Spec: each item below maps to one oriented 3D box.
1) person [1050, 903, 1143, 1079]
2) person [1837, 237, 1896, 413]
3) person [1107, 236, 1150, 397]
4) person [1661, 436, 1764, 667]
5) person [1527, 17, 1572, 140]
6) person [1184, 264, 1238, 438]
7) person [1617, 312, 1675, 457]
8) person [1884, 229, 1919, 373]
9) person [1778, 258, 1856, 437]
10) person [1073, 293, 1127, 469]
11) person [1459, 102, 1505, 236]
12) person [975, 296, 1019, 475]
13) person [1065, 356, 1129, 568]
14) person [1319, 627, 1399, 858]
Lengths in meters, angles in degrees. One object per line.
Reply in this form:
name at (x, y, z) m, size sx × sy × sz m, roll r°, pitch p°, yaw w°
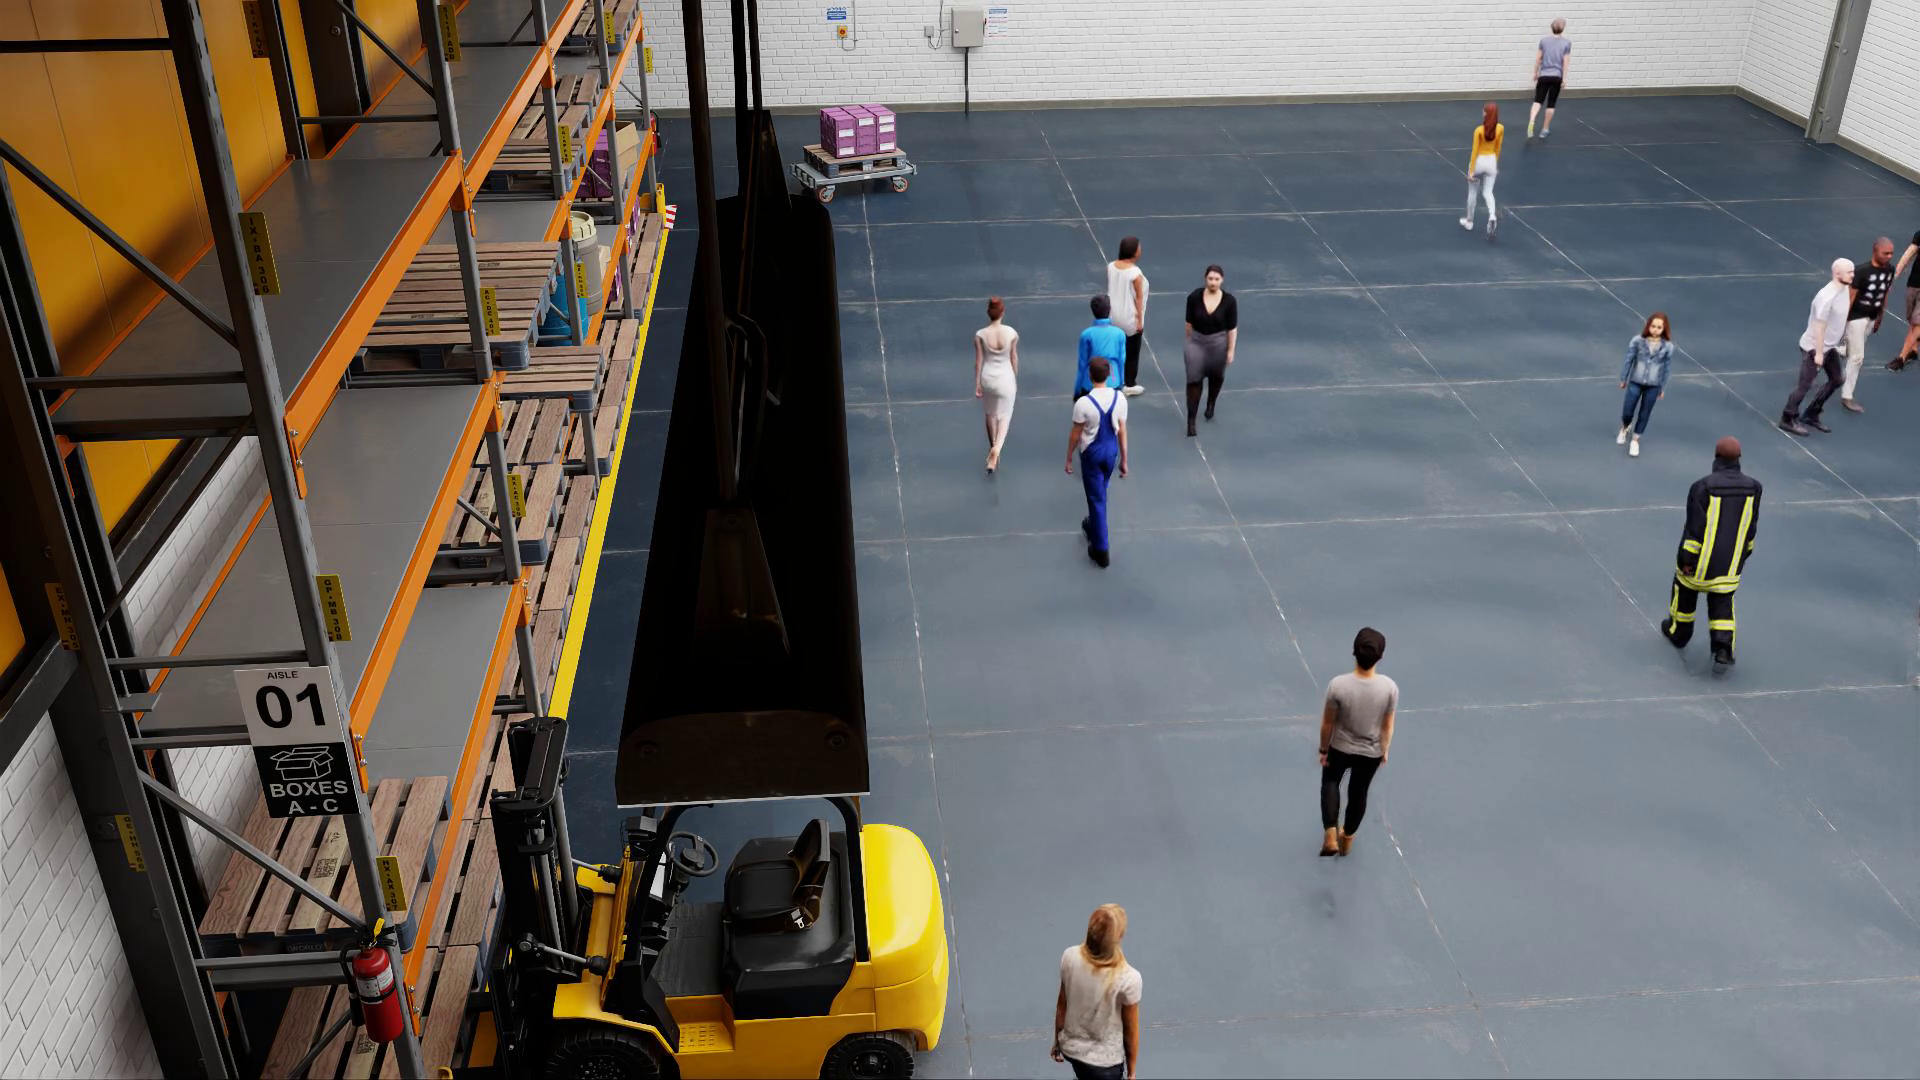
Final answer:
person at (0.598, 2.599, 8.155) m, size 1.058 × 1.774 × 1.180 m, roll 17°, pitch 33°, yaw 29°
person at (9.155, -2.264, 17.070) m, size 0.857 × 1.773 × 1.225 m, roll -8°, pitch 30°, yaw -15°
person at (1.735, -2.335, 17.291) m, size 0.825 × 1.687 × 0.718 m, roll -18°, pitch 34°, yaw -30°
person at (5.779, 0.122, 12.686) m, size 0.773 × 1.783 × 1.023 m, roll 0°, pitch 29°, yaw 0°
person at (9.192, -7.174, 25.973) m, size 0.996 × 1.866 × 1.132 m, roll 15°, pitch 32°, yaw 26°
person at (2.479, -1.918, 16.506) m, size 0.871 × 1.706 × 1.171 m, roll 6°, pitch 29°, yaw 10°
person at (6.619, -1.536, 16.058) m, size 0.690 × 1.464 × 0.740 m, roll 11°, pitch 30°, yaw 19°
person at (10.450, -2.743, 17.887) m, size 0.984 × 1.832 × 1.041 m, roll -13°, pitch 31°, yaw -22°
person at (8.401, -1.924, 16.403) m, size 0.818 × 1.816 × 0.858 m, roll -22°, pitch 36°, yaw -35°
person at (1.321, -1.383, 15.446) m, size 0.683 × 1.783 × 0.702 m, roll -6°, pitch 29°, yaw -10°
person at (6.930, -4.854, 21.865) m, size 0.598 × 1.728 × 1.036 m, roll -4°, pitch 29°, yaw -7°
person at (0.342, -1.374, 15.441) m, size 0.684 × 1.771 × 1.034 m, roll 2°, pitch 29°, yaw 4°
person at (1.202, -0.629, 14.013) m, size 0.795 × 1.830 × 1.026 m, roll -9°, pitch 30°, yaw -16°
person at (2.498, 1.345, 10.520) m, size 0.727 × 1.710 × 0.860 m, roll 5°, pitch 29°, yaw 10°
